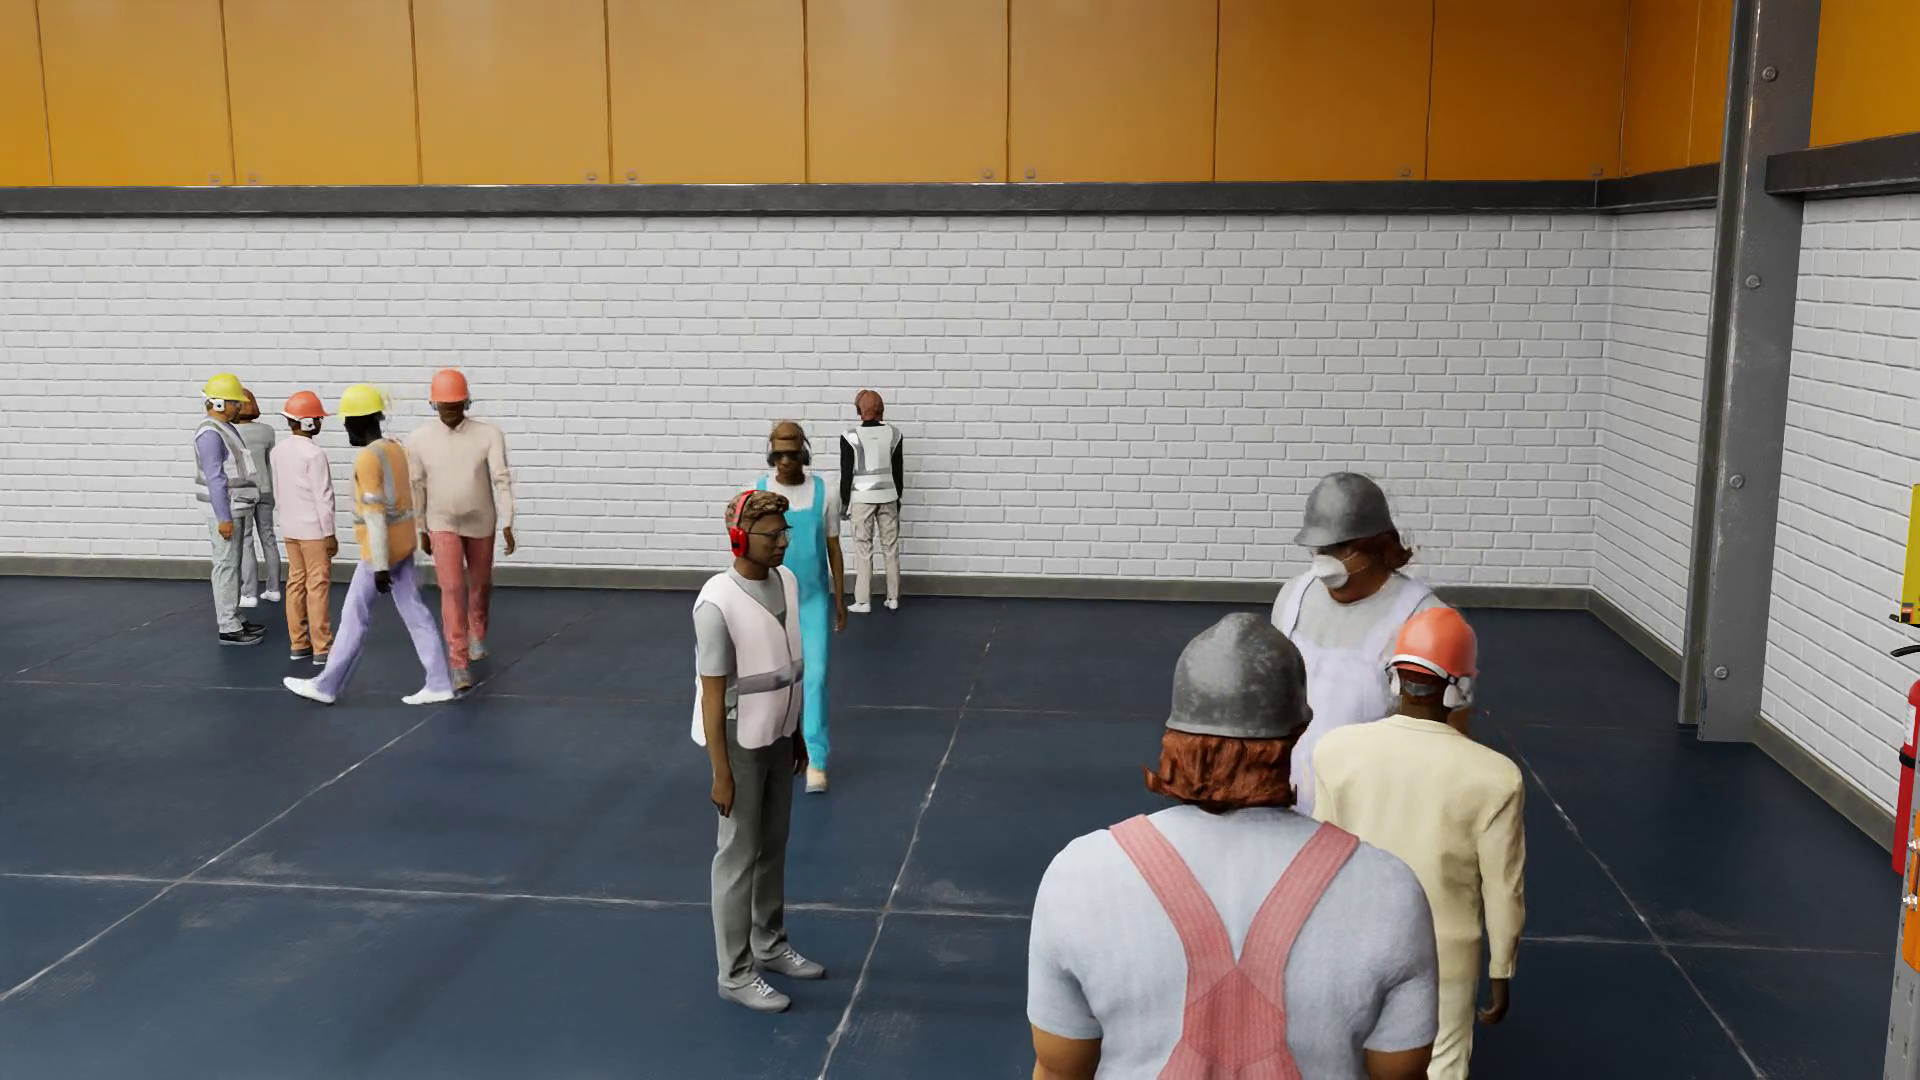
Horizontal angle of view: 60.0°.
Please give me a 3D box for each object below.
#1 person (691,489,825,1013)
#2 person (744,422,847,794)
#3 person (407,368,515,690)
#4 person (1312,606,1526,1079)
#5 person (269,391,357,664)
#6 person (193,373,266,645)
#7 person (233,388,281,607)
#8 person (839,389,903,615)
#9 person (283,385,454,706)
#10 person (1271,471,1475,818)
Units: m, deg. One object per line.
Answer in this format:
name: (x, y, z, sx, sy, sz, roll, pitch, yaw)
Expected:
person: (-0.735, 0.727, 5.842, 0.401, 1.841, 0.565, 4, 11, 22)
person: (-0.821, 0.337, 8.152, 0.544, 1.807, 0.866, -1, 10, -6)
person: (-3.102, -0.115, 10.382, 0.612, 1.953, 1.045, -3, 10, -14)
person: (1.189, 1.033, 4.347, 0.563, 1.743, 0.346, 6, 12, 31)
person: (-4.170, -0.082, 10.697, 0.560, 1.753, 0.328, 8, 13, 38)
person: (-4.927, -0.211, 11.226, 0.404, 1.828, 0.587, -3, 10, -17)
person: (-5.299, -0.318, 12.395, 0.278, 1.633, 0.507, 5, 11, 26)
person: (-0.641, -0.273, 12.120, 0.515, 1.641, 0.314, -5, 11, -27)
person: (-3.413, 0.050, 9.580, 0.980, 1.870, 0.619, 0, 10, 1)
person: (1.271, 0.738, 5.188, 0.768, 2.000, 0.709, -8, 13, -38)
